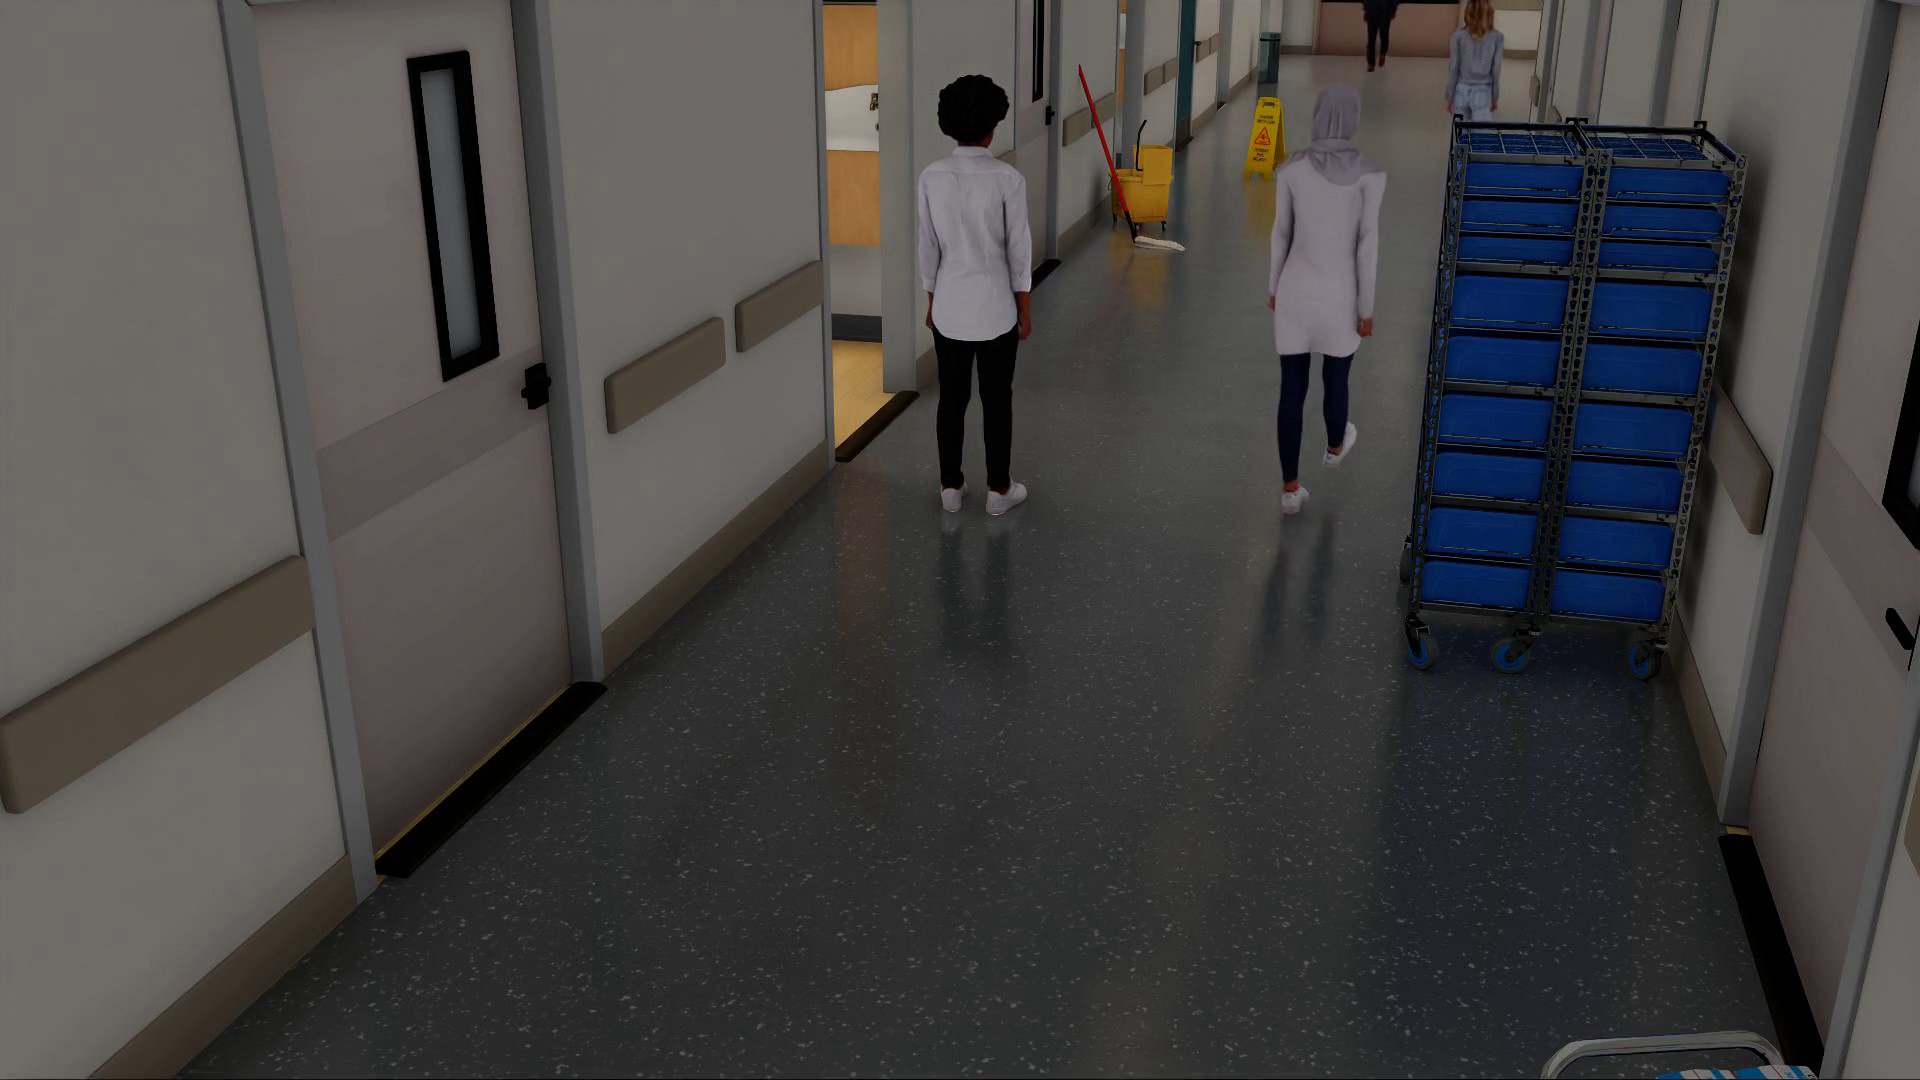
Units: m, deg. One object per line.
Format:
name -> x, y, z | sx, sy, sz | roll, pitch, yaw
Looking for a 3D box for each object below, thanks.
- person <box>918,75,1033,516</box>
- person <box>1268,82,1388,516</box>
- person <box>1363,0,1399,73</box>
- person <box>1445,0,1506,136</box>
person -> 0.062, -0.997, 6.893 | 0.622, 1.810, 0.568 | 6, 22, 16
person -> 1.457, -0.949, 6.866 | 0.754, 1.738, 1.119 | 9, 23, 22
person -> 6.639, -8.361, 26.344 | 0.714, 1.803, 0.999 | 7, 22, 17
person -> 4.327, -3.684, 14.036 | 0.664, 1.775, 1.051 | 7, 22, 18
